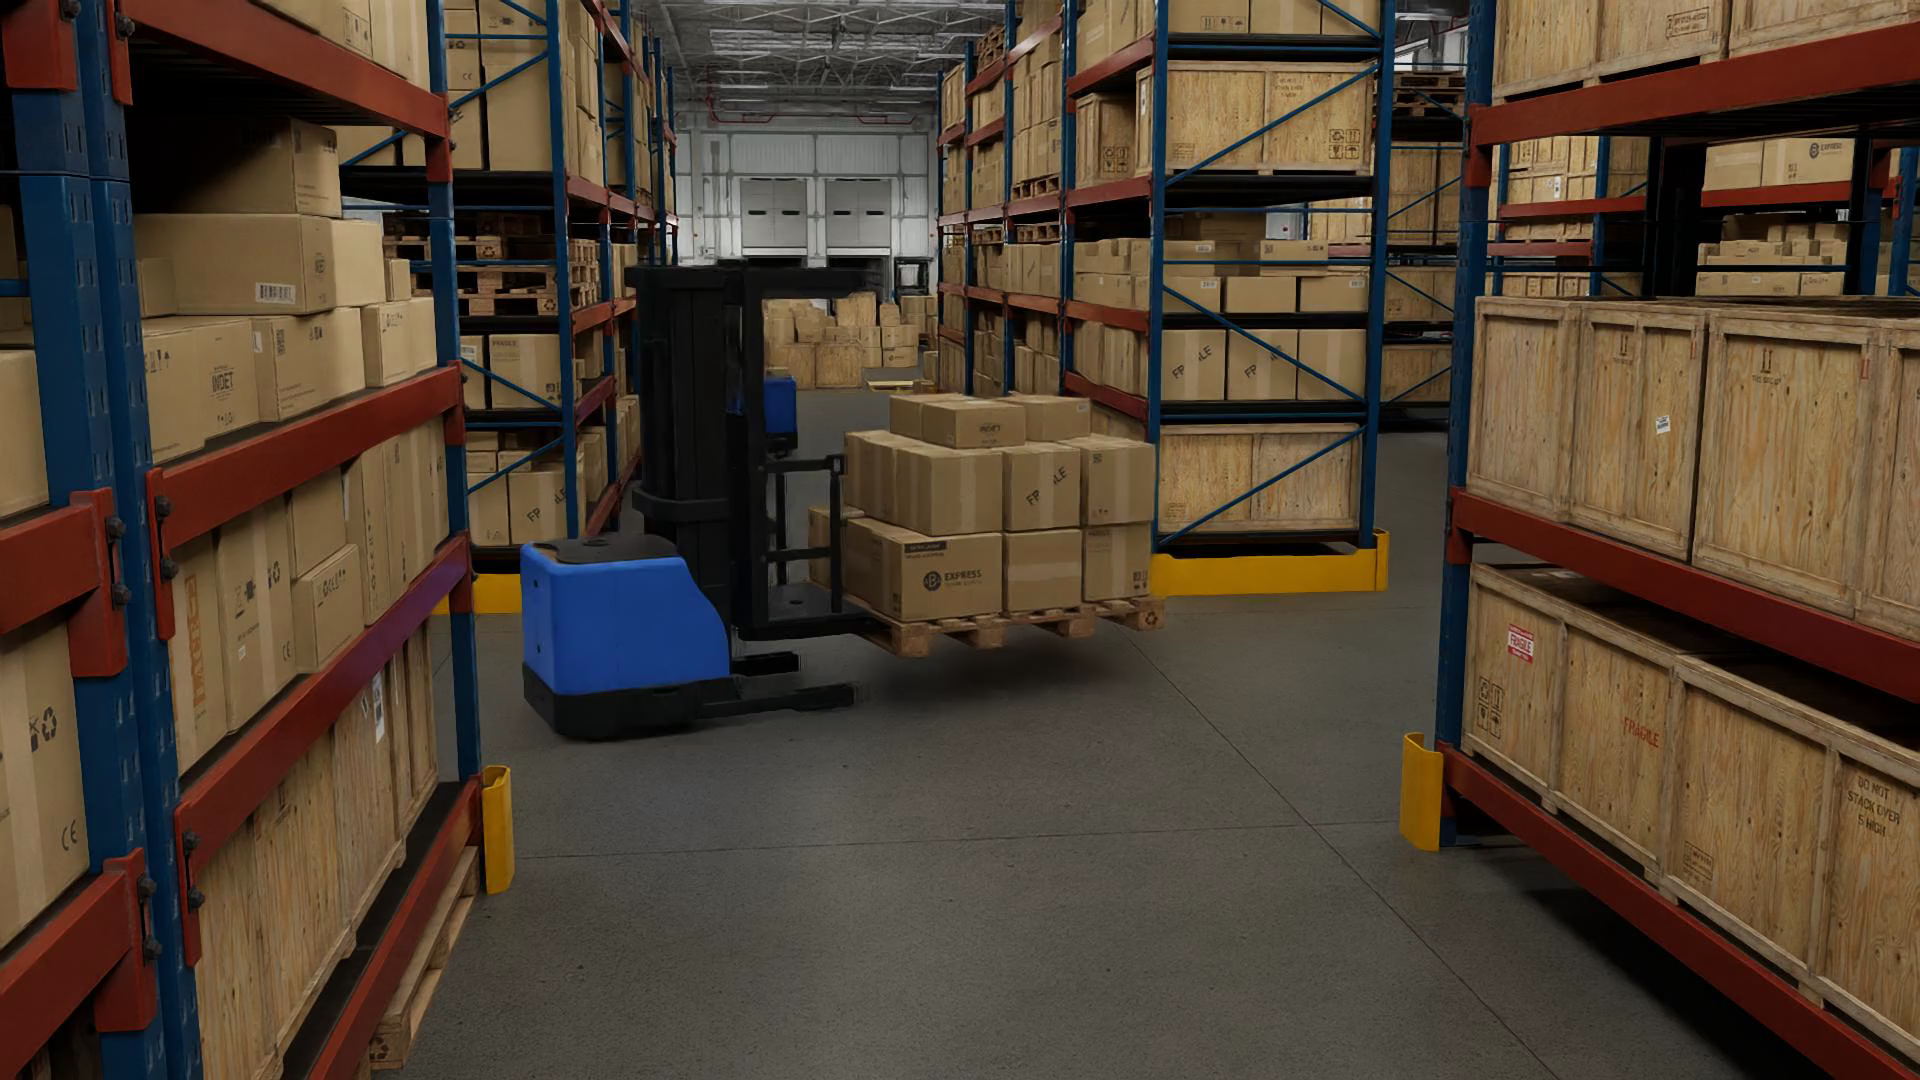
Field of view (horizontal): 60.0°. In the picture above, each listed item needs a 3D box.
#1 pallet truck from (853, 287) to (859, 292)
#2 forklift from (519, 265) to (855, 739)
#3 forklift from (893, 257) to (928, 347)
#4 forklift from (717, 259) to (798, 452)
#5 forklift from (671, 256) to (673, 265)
[{"bbox_3d":[-3.782,-9.391,65.808,1.885,1.965,0.823,2,10,10],"label":"pallet truck"},{"bbox_3d":[-1.752,-0.316,10.407,1.873,2.768,1.129,-5,11,-26],"label":"forklift"},{"bbox_3d":[-1.587,-7.450,51.935,1.129,2.768,1.873,-2,10,-14],"label":"forklift"},{"bbox_3d":[-3.347,-2.720,24.402,1.873,2.768,1.129,-1,10,-7],"label":"forklift"},{"bbox_3d":[-10.987,-9.066,61.344,1.129,2.768,1.873,-1,10,-7],"label":"forklift"}]
